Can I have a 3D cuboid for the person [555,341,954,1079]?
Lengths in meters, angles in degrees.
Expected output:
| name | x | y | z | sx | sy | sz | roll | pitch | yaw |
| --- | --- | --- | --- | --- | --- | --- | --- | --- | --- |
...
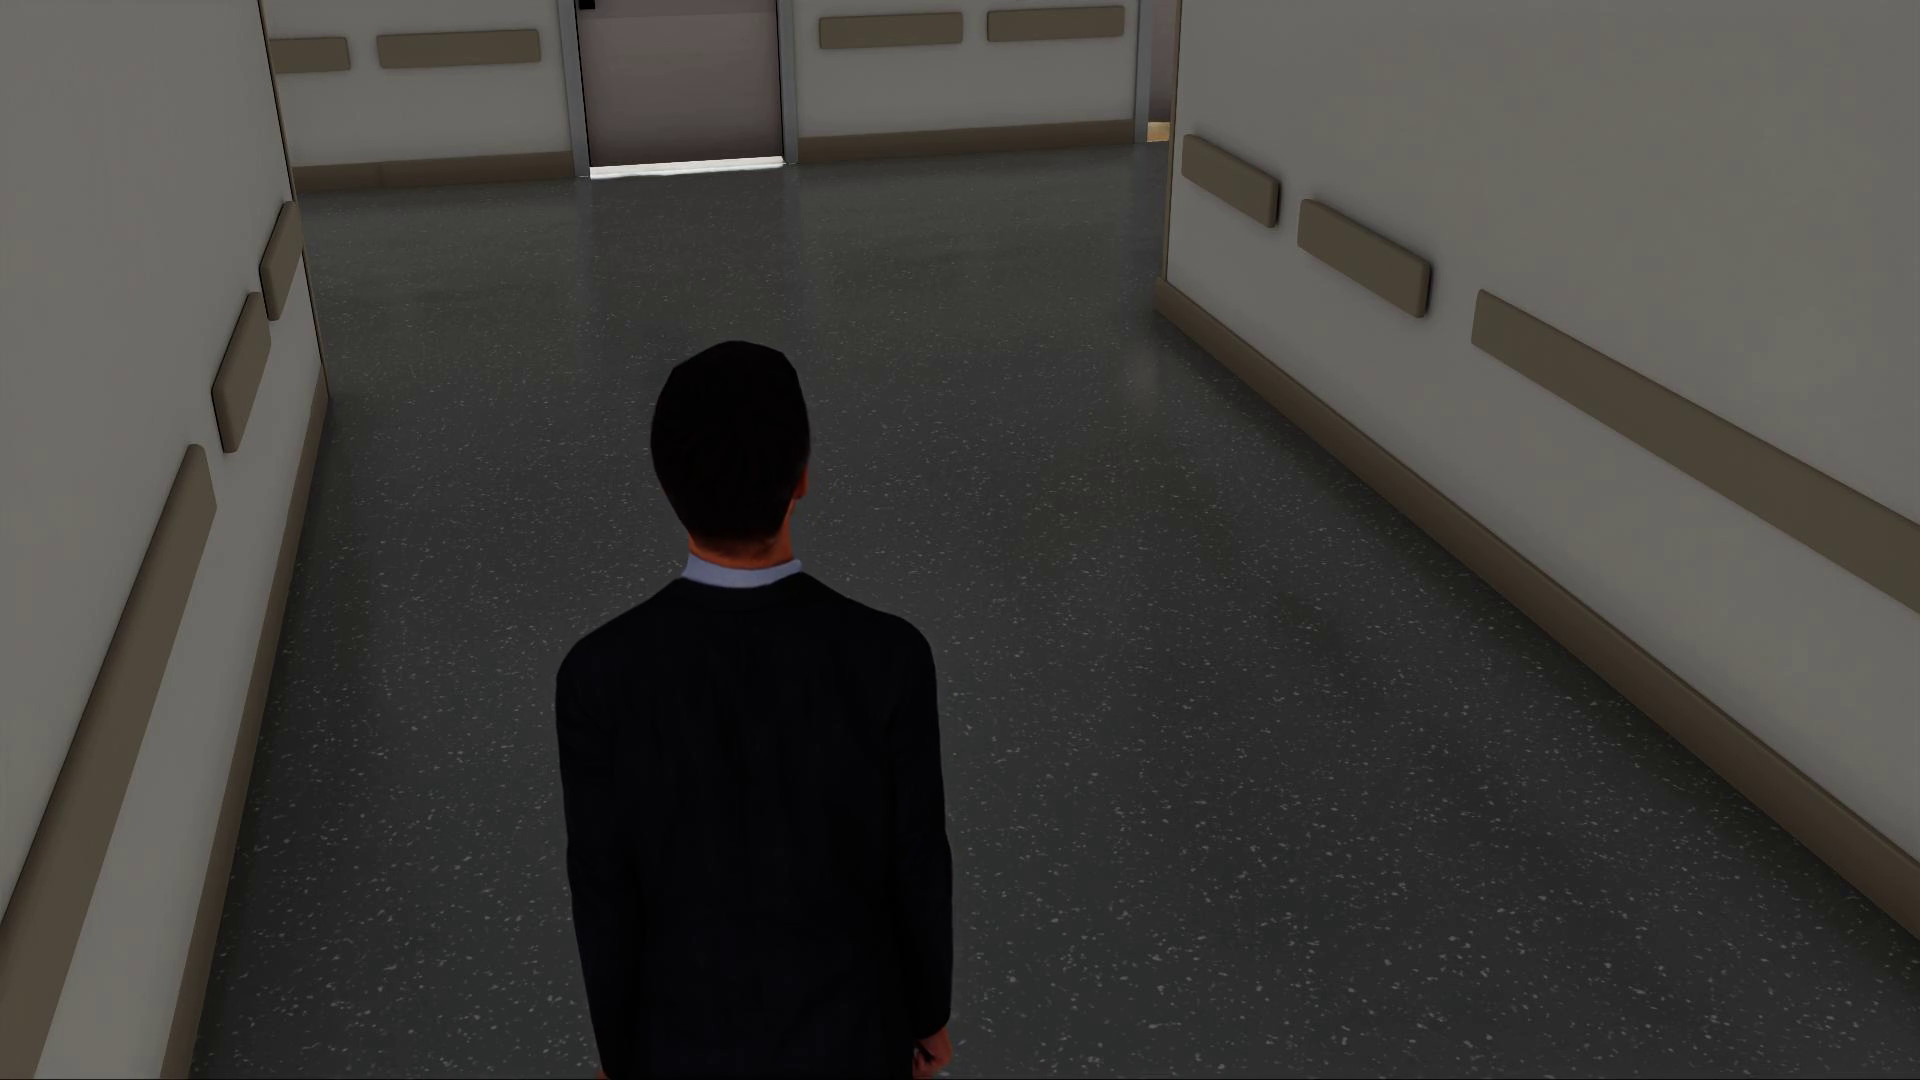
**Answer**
| name | x | y | z | sx | sy | sz | roll | pitch | yaw |
| --- | --- | --- | --- | --- | --- | --- | --- | --- | --- |
| person | -0.257 | 0.646 | 2.226 | 0.539 | 1.866 | 0.721 | -4 | 26 | -8 |
